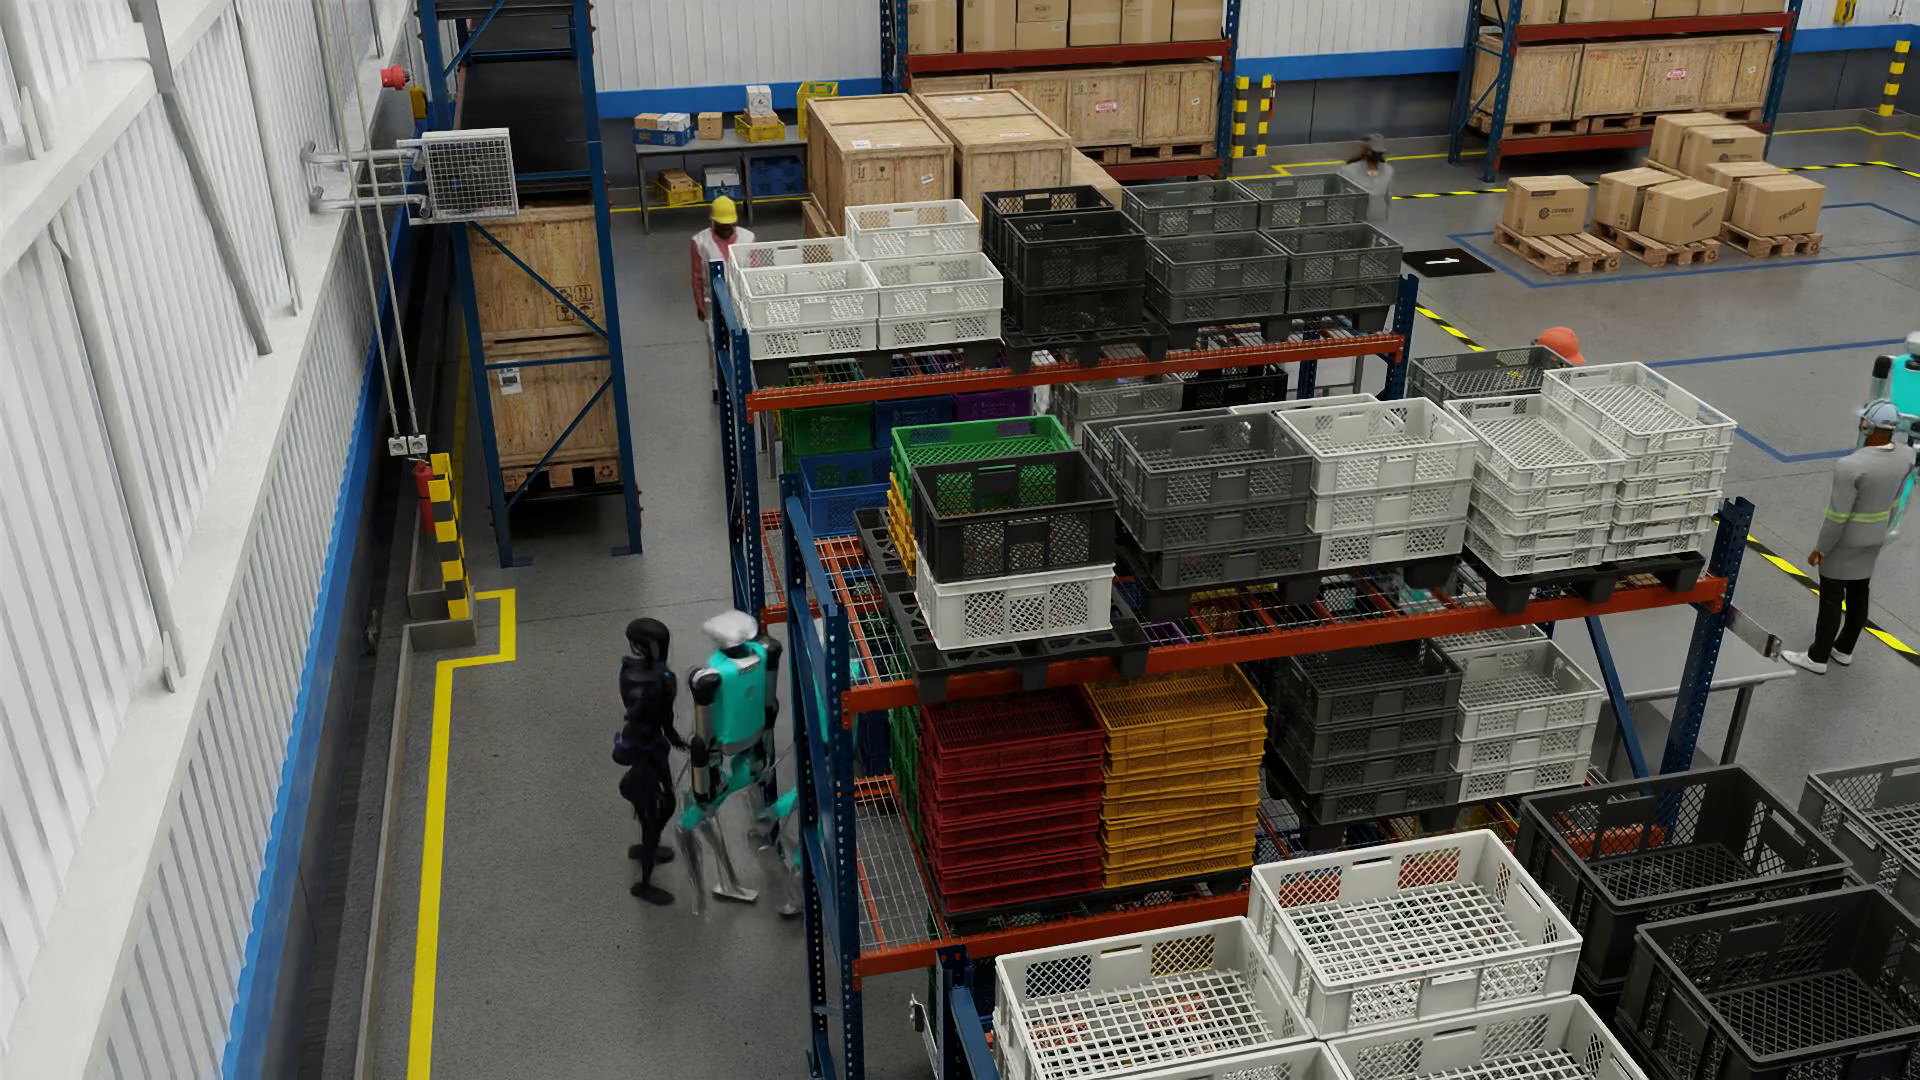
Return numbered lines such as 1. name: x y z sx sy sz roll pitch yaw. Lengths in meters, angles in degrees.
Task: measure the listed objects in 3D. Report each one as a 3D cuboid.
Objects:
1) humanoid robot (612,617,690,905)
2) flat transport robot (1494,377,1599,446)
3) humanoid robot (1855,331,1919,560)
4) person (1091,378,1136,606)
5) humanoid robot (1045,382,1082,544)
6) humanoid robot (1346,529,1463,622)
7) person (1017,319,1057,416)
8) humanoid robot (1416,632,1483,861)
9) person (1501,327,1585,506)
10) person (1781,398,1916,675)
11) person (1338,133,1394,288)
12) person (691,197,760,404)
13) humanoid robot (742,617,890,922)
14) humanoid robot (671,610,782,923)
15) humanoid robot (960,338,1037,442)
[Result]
1. humanoid robot: -1.610 1.087 8.476 0.404 1.639 0.594 3 28 5
2. flat transport robot: 4.780 -1.036 14.013 0.659 0.231 1.431 -6 28 -12
3. humanoid robot: 6.391 -0.459 11.409 0.544 1.773 1.024 14 31 25
4. person: 0.951 -0.116 10.468 0.386 1.947 0.609 -10 29 -18
5. humanoid robot: 0.723 -0.377 11.285 0.589 1.645 0.605 -8 29 -15
6. humanoid robot: 2.641 0.284 9.925 0.543 1.745 0.970 -9 29 -16
7. person: 0.570 -1.263 12.708 0.344 1.883 0.584 3 28 7
8. humanoid robot: 2.518 1.055 8.530 0.416 1.637 0.609 -4 28 -7
9. person: 3.791 -0.453 11.021 0.407 2.035 0.607 18 32 30
10. person: 5.556 -0.022 10.392 0.589 1.850 0.395 -10 30 -19
11. person: 3.980 -3.182 16.486 0.574 1.748 0.602 -3 28 -6
12. person: -1.988 -2.065 14.303 0.588 1.820 0.404 -7 29 -13
13. humanoid robot: -0.763 1.202 8.201 0.796 1.799 0.551 -8 29 -15
14. humanoid robot: -1.246 1.120 8.374 0.677 1.817 0.533 22 35 35
15. humanoid robot: 0.300 -0.504 11.319 0.532 1.693 0.731 -4 28 -8
